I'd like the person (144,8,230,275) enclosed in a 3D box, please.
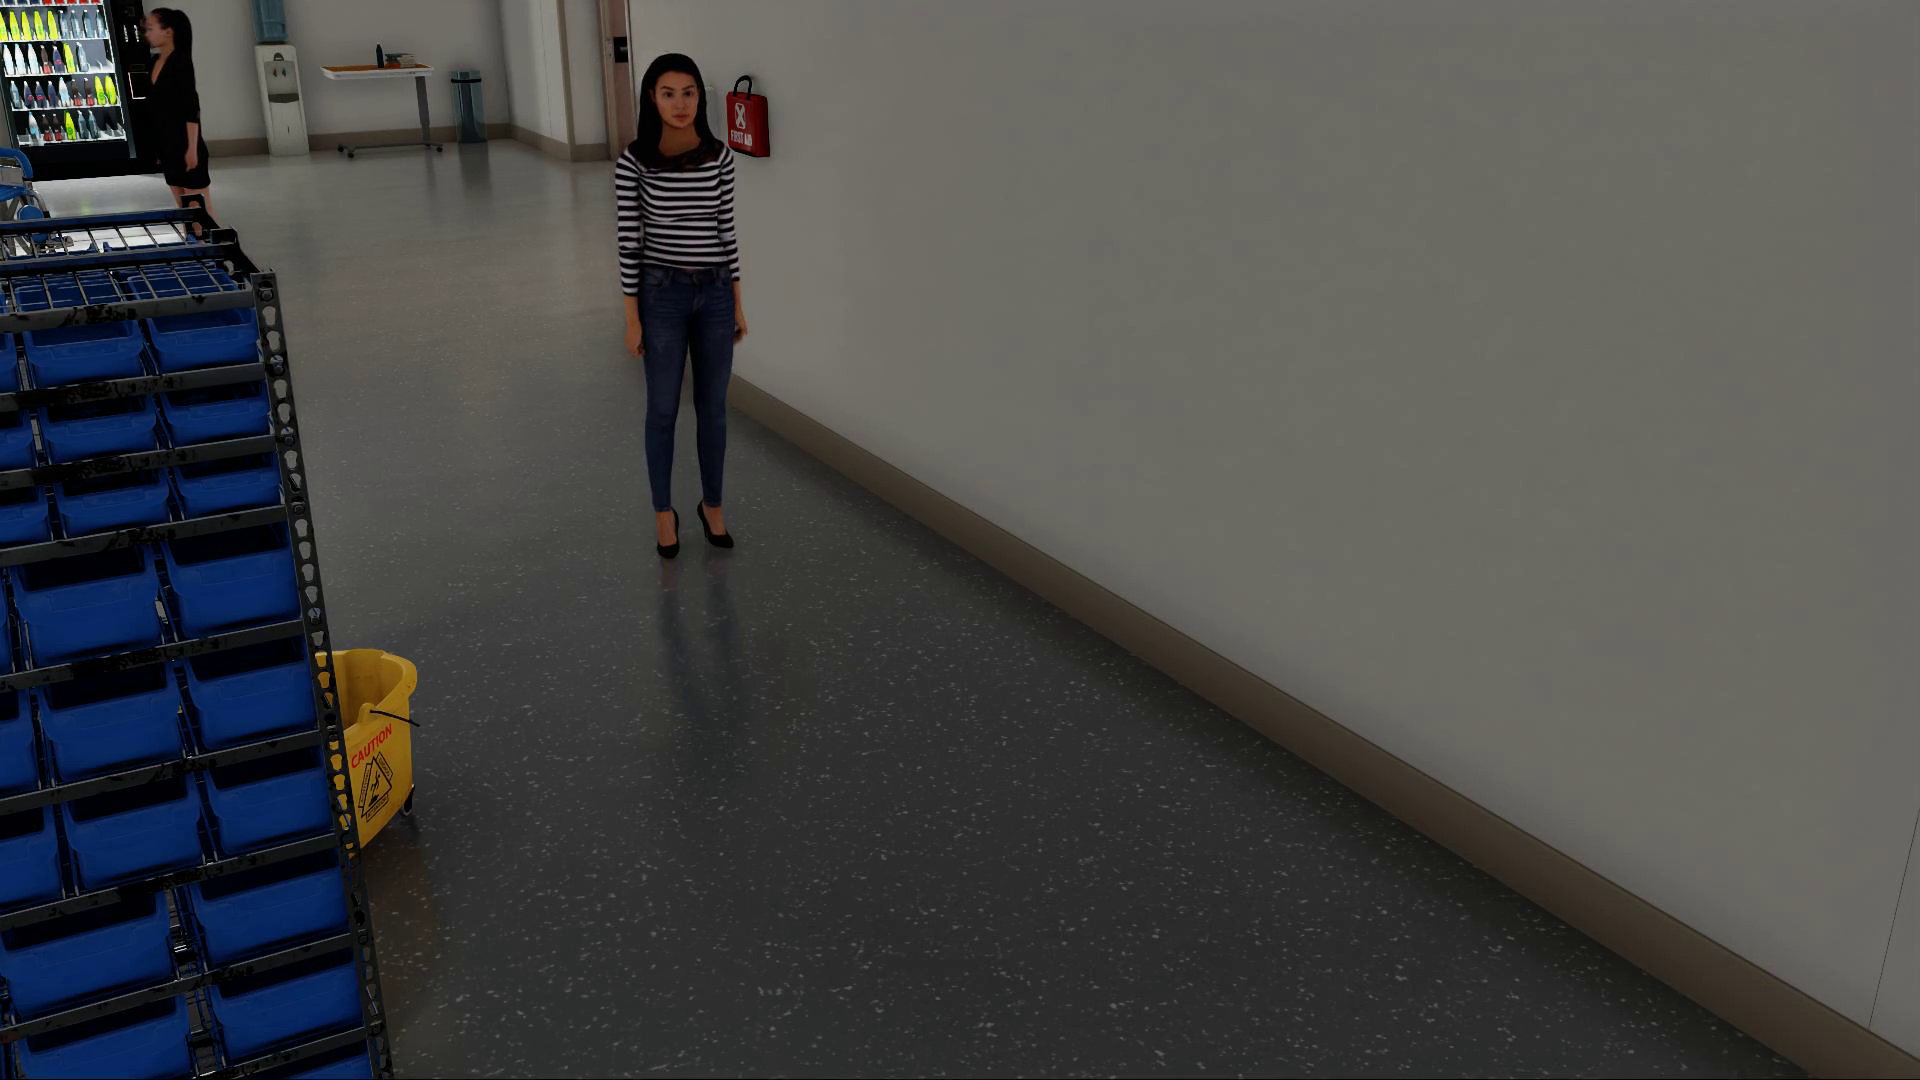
[{"bbox_3d":[-4.778,-2.393,10.247,0.659,1.700,0.638,17,26,37],"label":"person"}]

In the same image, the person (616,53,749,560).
[{"bbox_3d":[-0.977,-0.810,5.934,0.454,1.795,0.663,-10,23,-25],"label":"person"}]
